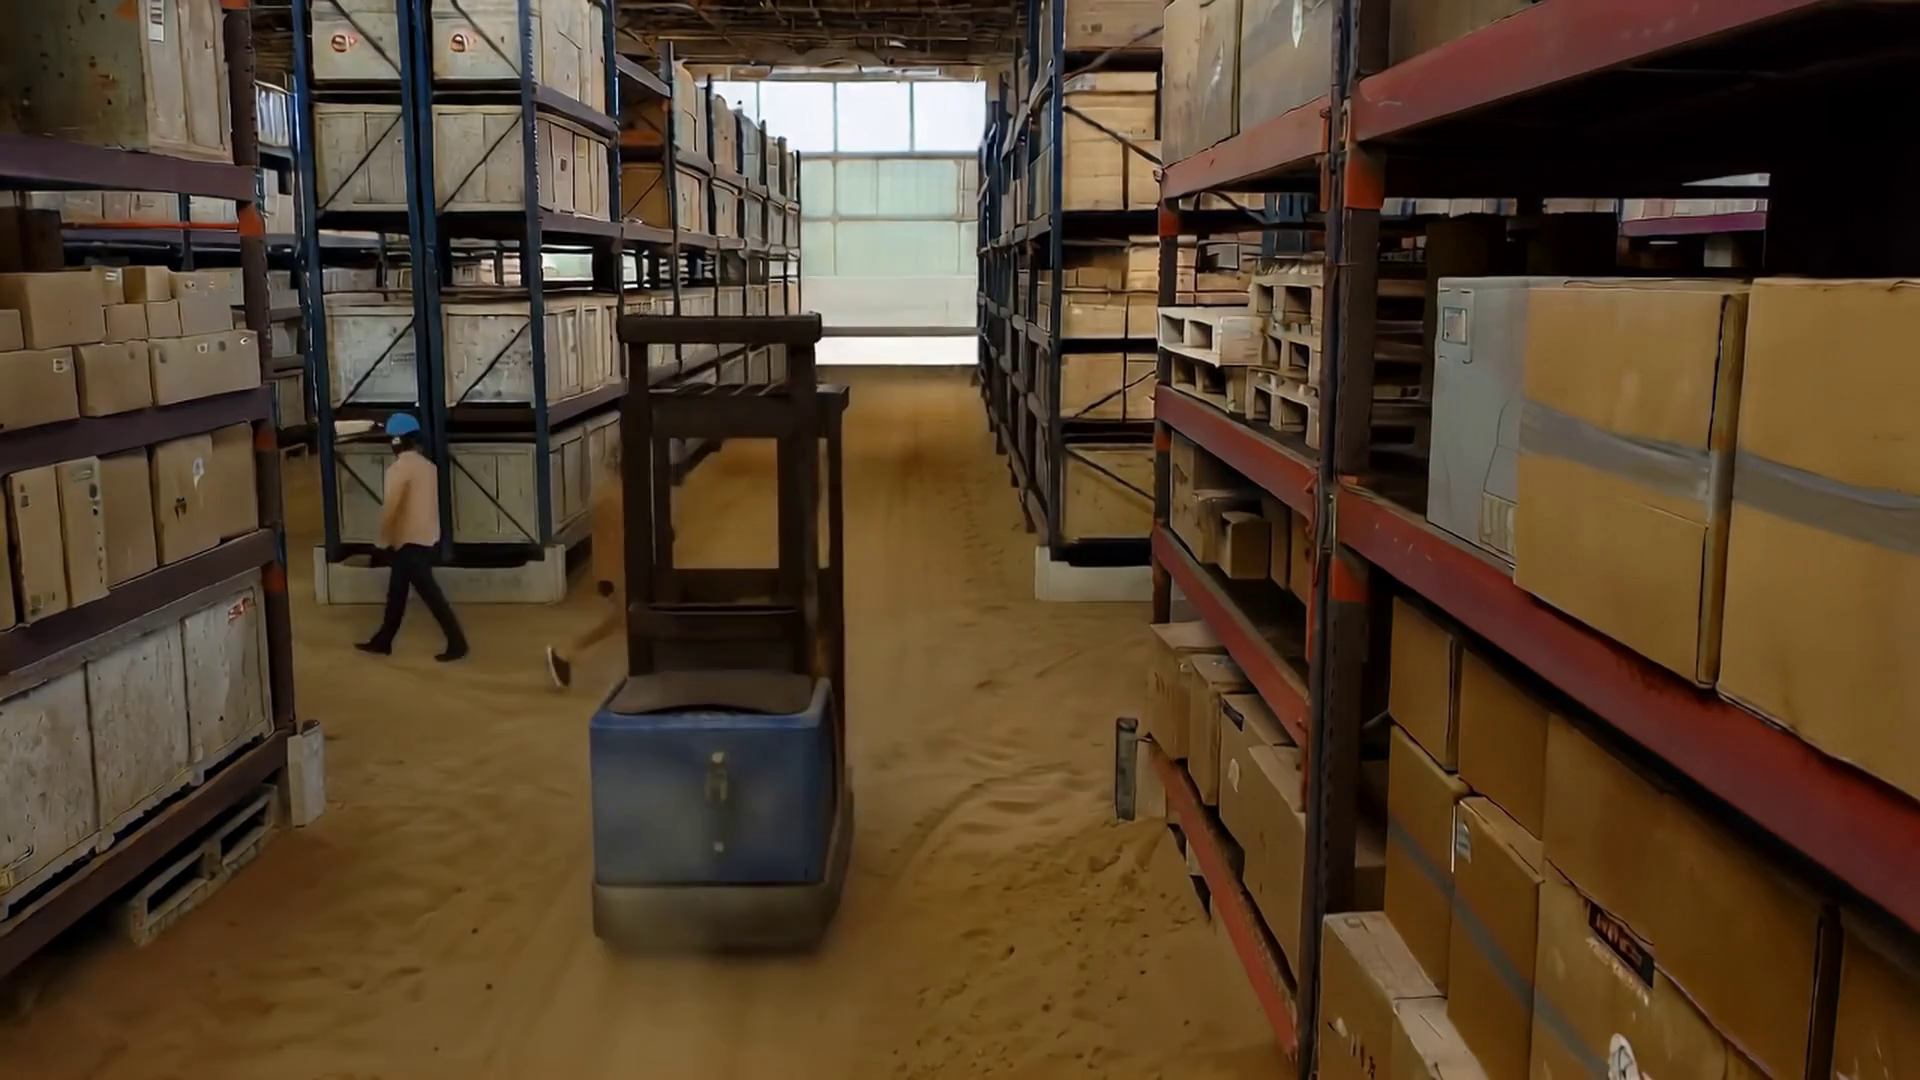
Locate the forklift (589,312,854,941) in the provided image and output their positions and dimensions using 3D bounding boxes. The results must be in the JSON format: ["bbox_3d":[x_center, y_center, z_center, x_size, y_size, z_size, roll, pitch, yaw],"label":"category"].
[{"bbox_3d":[-1.127,0.294,8.053,1.129,2.768,1.873,0,9,-1],"label":"forklift"}]

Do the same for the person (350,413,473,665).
[{"bbox_3d":[-4.213,-0.001,12.739,1.023,1.942,0.622,1,9,5],"label":"person"}]

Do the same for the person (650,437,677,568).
[{"bbox_3d":[-2.477,-0.153,13.400,0.400,2.035,0.600,5,10,26],"label":"person"}]

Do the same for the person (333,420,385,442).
[{"bbox_3d":[-6.568,-0.842,18.226,0.601,1.828,0.457,0,9,-2],"label":"person"}]

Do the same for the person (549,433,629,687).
[{"bbox_3d":[-2.517,0.171,11.875,0.766,1.881,0.640,1,9,4],"label":"person"}]
